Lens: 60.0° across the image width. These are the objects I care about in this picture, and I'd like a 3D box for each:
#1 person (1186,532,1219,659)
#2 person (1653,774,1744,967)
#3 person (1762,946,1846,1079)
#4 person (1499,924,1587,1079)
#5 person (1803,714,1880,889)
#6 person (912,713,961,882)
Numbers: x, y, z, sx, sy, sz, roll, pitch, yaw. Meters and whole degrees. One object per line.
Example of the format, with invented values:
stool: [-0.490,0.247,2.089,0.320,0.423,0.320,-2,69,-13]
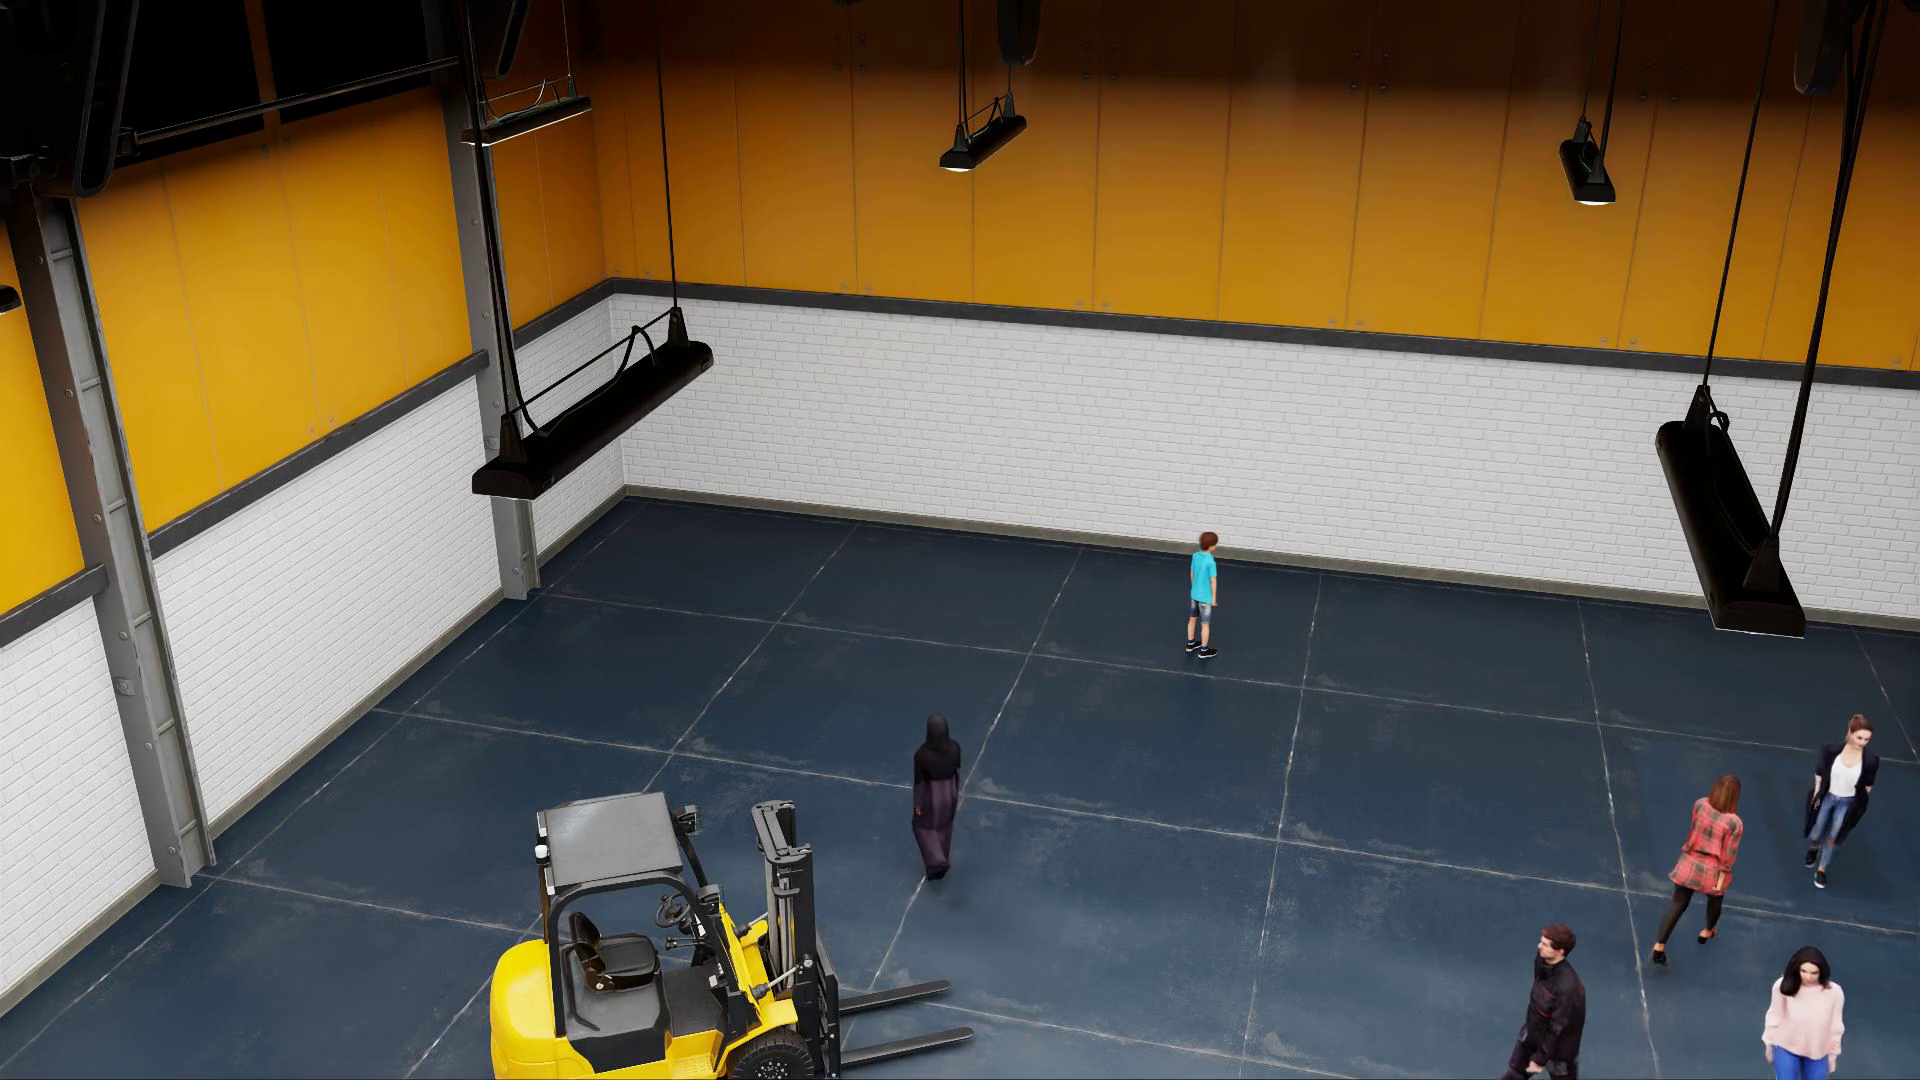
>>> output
person: [2.668,0.580,18.302,0.644,1.448,0.594,-15,28,-31]
person: [5.877,2.666,13.269,1.217,1.658,1.020,-19,30,-36]
person: [5.724,3.455,11.362,0.700,1.739,0.777,8,25,17]
person: [4.138,3.424,11.369,1.089,1.791,1.169,-4,24,-10]
person: [7.545,2.209,14.301,0.733,1.668,0.822,15,28,30]
person: [-0.183,2.228,14.337,0.870,1.604,0.965,-9,25,-20]
